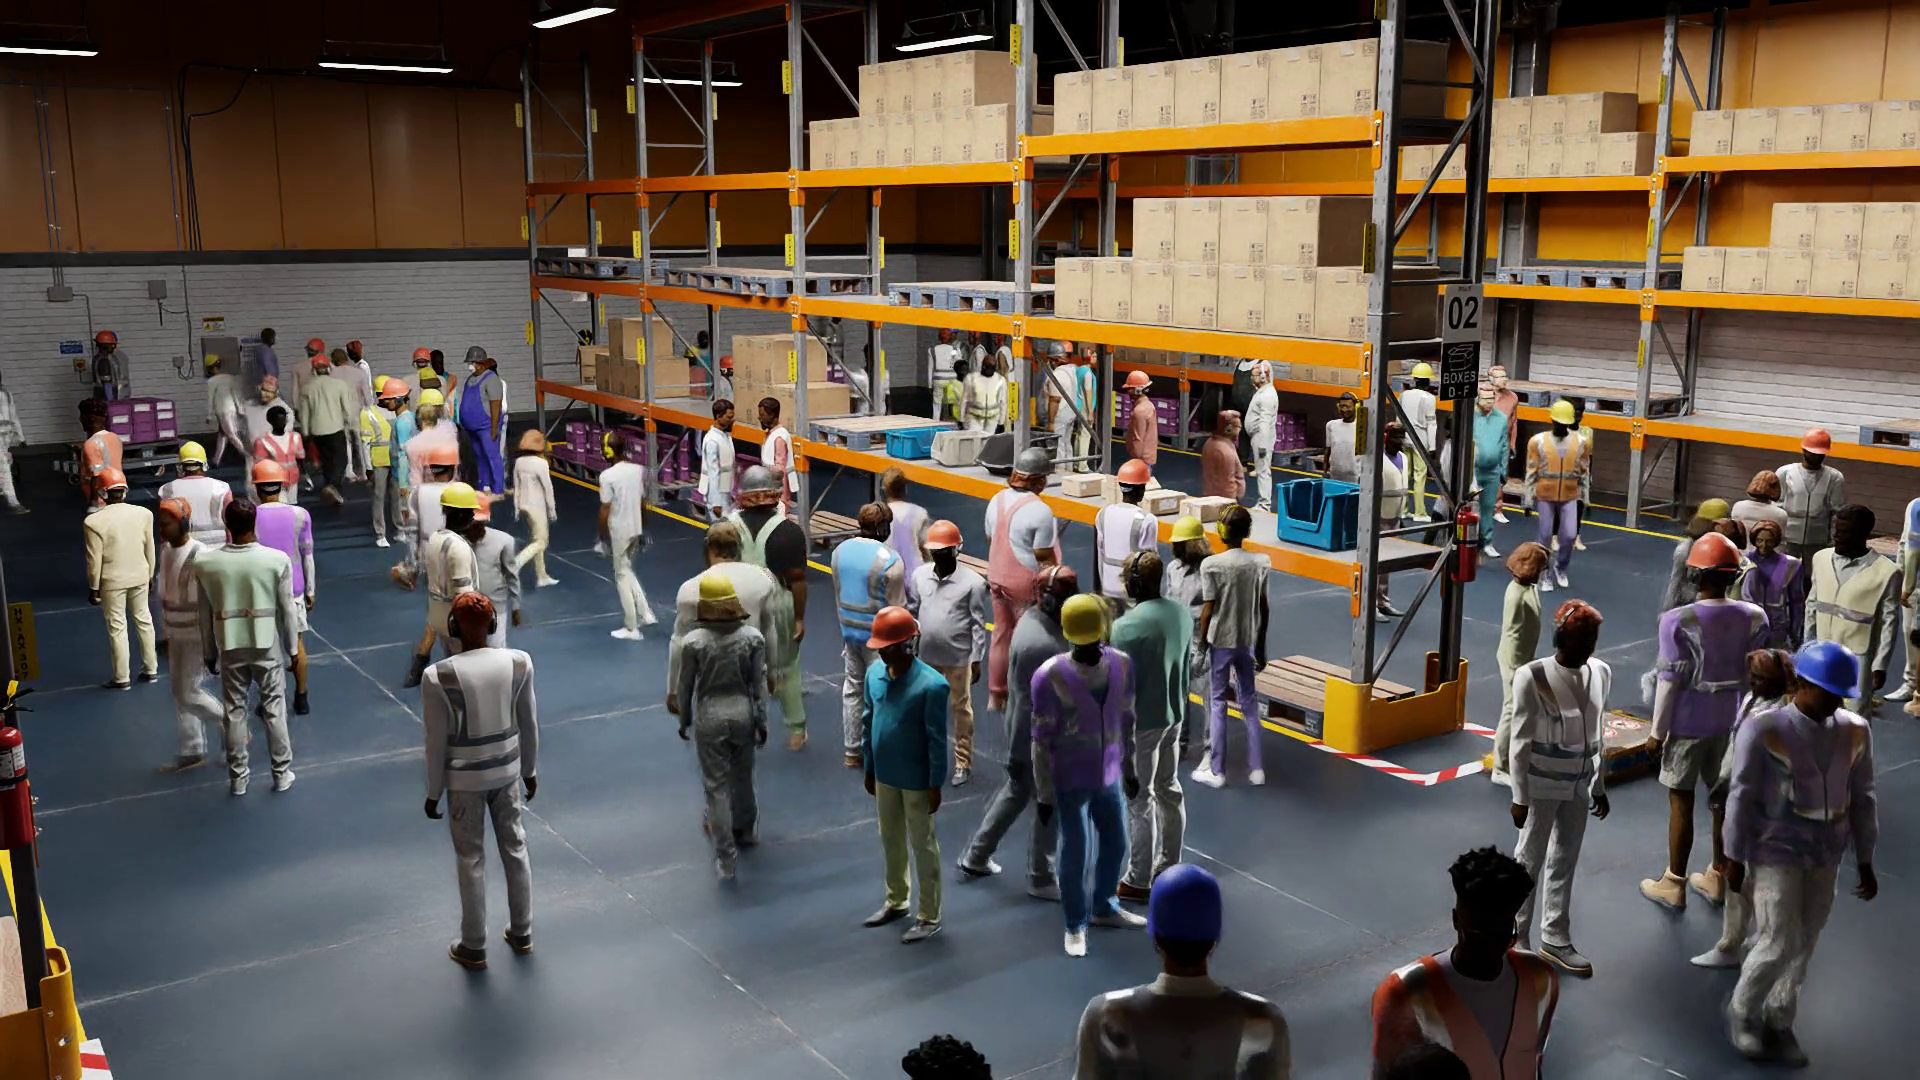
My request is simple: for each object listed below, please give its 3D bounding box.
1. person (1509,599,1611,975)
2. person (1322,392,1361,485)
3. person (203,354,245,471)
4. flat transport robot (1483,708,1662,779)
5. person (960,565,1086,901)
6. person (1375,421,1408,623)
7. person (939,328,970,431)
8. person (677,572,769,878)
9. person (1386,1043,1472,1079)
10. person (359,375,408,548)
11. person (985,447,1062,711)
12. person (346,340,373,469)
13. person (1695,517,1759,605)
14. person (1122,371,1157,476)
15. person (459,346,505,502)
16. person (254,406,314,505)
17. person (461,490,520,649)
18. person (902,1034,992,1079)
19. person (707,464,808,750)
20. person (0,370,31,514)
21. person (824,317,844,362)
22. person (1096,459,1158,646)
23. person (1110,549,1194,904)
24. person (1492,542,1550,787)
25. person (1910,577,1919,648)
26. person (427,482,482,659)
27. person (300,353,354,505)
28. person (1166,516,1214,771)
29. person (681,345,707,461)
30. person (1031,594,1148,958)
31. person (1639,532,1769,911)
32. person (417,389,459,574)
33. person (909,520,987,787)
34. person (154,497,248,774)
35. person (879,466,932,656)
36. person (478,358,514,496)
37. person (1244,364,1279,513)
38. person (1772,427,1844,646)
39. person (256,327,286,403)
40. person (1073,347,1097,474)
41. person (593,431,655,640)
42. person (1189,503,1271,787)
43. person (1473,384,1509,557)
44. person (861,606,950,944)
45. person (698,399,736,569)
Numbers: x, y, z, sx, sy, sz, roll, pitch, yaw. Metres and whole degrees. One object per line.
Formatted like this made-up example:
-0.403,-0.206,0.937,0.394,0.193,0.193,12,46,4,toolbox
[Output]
2.905,1.208,8.065,0.573,1.887,0.355,-5,12,-23,person
4.059,-0.635,17.541,0.514,1.872,0.328,5,12,26,person
-10.678,-1.856,24.189,0.902,1.712,0.548,2,11,10,person
4.261,1.400,11.229,1.431,0.197,0.652,-8,13,-34,flat transport robot
0.328,1.035,9.017,0.695,1.871,0.665,1,11,5,person
3.904,-0.178,15.280,0.396,1.839,0.564,10,15,41,person
-0.128,-2.666,27.733,0.604,1.948,0.384,5,12,24,person
-1.375,1.005,9.550,0.523,1.709,0.768,-4,12,-21,person
1.119,2.032,3.890,0.671,1.882,0.666,-6,13,-29,person
-6.422,-0.886,18.678,0.370,1.927,0.588,9,14,38,person
0.503,0.307,12.283,0.543,2.000,0.691,-8,13,-35,person
-8.789,-1.982,24.391,0.355,1.887,0.574,-5,12,-23,person
5.298,0.648,11.565,0.310,1.638,0.522,-4,12,-18,person
2.001,-0.898,18.597,0.408,1.987,0.614,3,11,14,person
-6.233,-1.518,21.620,0.535,2.000,0.683,-11,15,-44,person
-7.282,-0.615,17.985,0.885,1.649,0.547,8,14,36,person
-3.524,0.489,12.129,0.595,1.739,0.383,-1,11,-4,person
-0.027,2.054,4.223,0.318,1.697,0.535,-11,15,-43,person
-1.382,0.464,11.477,0.699,2.000,0.648,1,11,3,person
-12.088,-1.251,20.804,0.947,1.848,0.565,3,11,14,person
-2.447,-3.637,32.672,0.379,1.958,0.608,5,12,25,person
1.251,0.365,12.268,0.543,1.932,0.385,11,15,44,person
1.019,1.003,9.020,0.379,1.932,0.639,10,15,42,person
3.648,0.803,10.819,0.292,1.619,0.521,6,13,28,person
6.762,0.579,11.242,0.492,1.903,0.647,-6,12,-26,person
-3.397,0.562,11.304,0.402,1.913,0.600,-7,13,-31,person
-8.087,-1.386,21.195,0.659,1.947,0.839,0,11,-1,person
1.553,0.691,11.116,0.372,1.734,0.490,-10,15,-41,person
-4.010,-2.034,24.968,0.525,1.769,0.311,-9,14,-40,person
0.673,1.163,8.326,0.736,1.881,0.438,-7,13,-33,person
3.953,0.969,8.887,0.608,2.044,0.371,-2,11,-12,person
-5.407,-0.606,17.241,0.379,1.928,0.585,2,11,11,person
-0.103,0.730,10.848,0.563,1.753,0.327,6,12,26,person
-5.130,0.635,11.048,0.607,1.872,0.420,9,14,39,person
-0.438,0.360,12.596,0.521,1.827,0.684,-4,12,-19,person
-6.176,-1.482,21.950,0.429,1.843,0.628,5,12,25,person
3.699,-1.224,20.489,0.400,1.901,0.646,1,11,7,person
7.211,-0.009,14.204,0.550,1.926,0.392,4,12,19,person
-11.015,-2.429,26.560,0.460,1.928,0.655,-6,13,-28,person
1.775,-1.840,23.768,0.373,1.843,0.571,-2,11,-9,person
-2.954,-0.035,14.529,0.388,1.847,0.534,6,12,27,person
1.759,0.711,10.760,0.593,1.883,0.419,-3,12,-16,person
5.641,-0.742,18.025,0.644,1.900,0.399,-2,11,-12,person
-0.309,1.188,8.551,0.573,1.738,0.352,10,15,41,person
-2.395,-0.454,16.526,0.386,1.904,0.604,1,11,4,person
